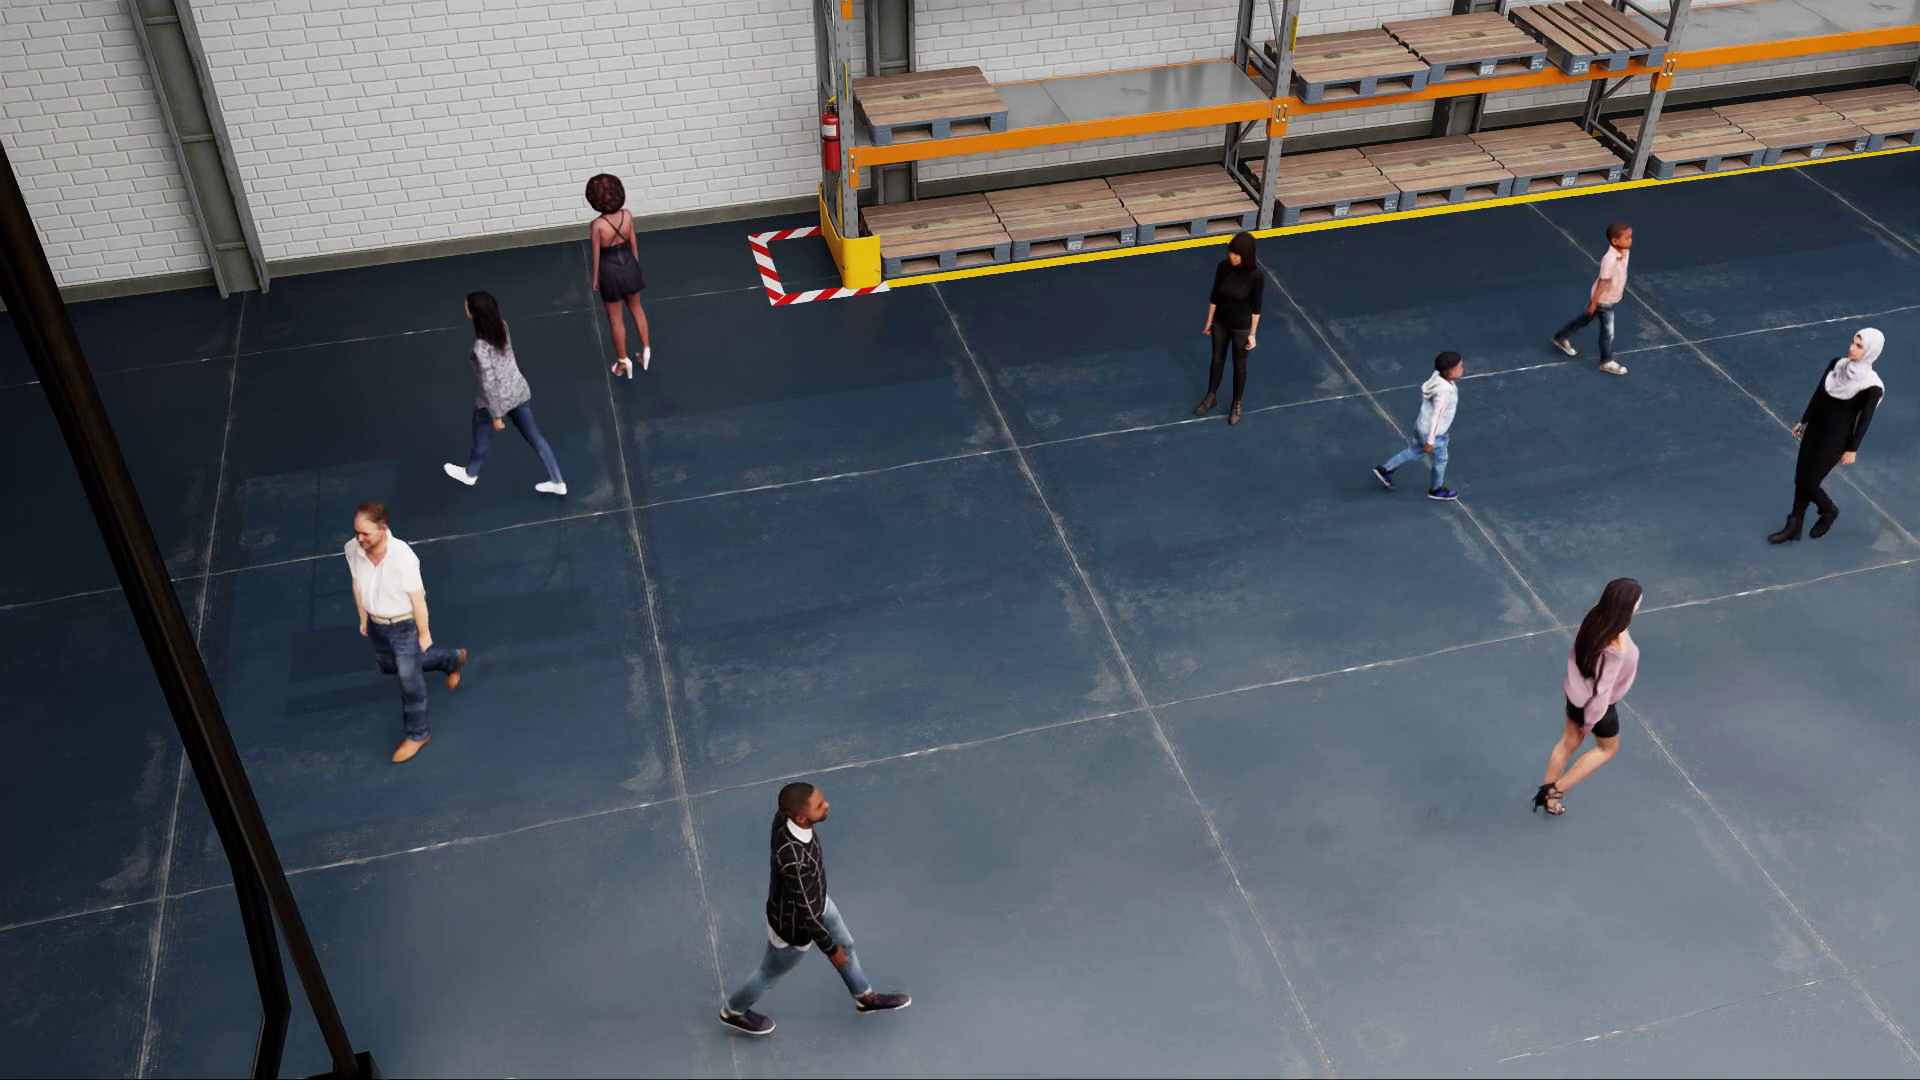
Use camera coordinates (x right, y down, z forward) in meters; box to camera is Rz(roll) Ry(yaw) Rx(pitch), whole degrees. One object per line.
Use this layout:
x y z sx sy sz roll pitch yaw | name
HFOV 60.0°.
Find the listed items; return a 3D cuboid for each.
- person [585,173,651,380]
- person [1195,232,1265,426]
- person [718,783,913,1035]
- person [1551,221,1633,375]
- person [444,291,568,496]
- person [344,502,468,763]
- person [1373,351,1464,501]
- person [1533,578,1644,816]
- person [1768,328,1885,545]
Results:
-2.721 -2.090 13.297 0.633 1.789 0.726 -32 48 -33 | person
2.122 -1.673 12.895 0.647 1.640 0.705 20 43 24 | person
-0.908 1.907 8.314 1.317 1.762 0.895 0 39 0 | person
5.209 -2.020 13.611 0.910 1.287 0.890 24 44 27 | person
-3.214 -0.996 12.013 1.241 1.682 1.070 12 40 15 | person
-3.348 0.454 10.070 1.065 1.840 1.117 19 42 22 | person
3.395 -0.839 12.168 0.918 1.243 0.685 3 39 4 | person
3.511 0.933 9.503 0.640 1.800 0.649 -4 39 -5 | person
6.107 -0.704 11.580 0.705 1.766 0.612 -9 39 -11 | person
